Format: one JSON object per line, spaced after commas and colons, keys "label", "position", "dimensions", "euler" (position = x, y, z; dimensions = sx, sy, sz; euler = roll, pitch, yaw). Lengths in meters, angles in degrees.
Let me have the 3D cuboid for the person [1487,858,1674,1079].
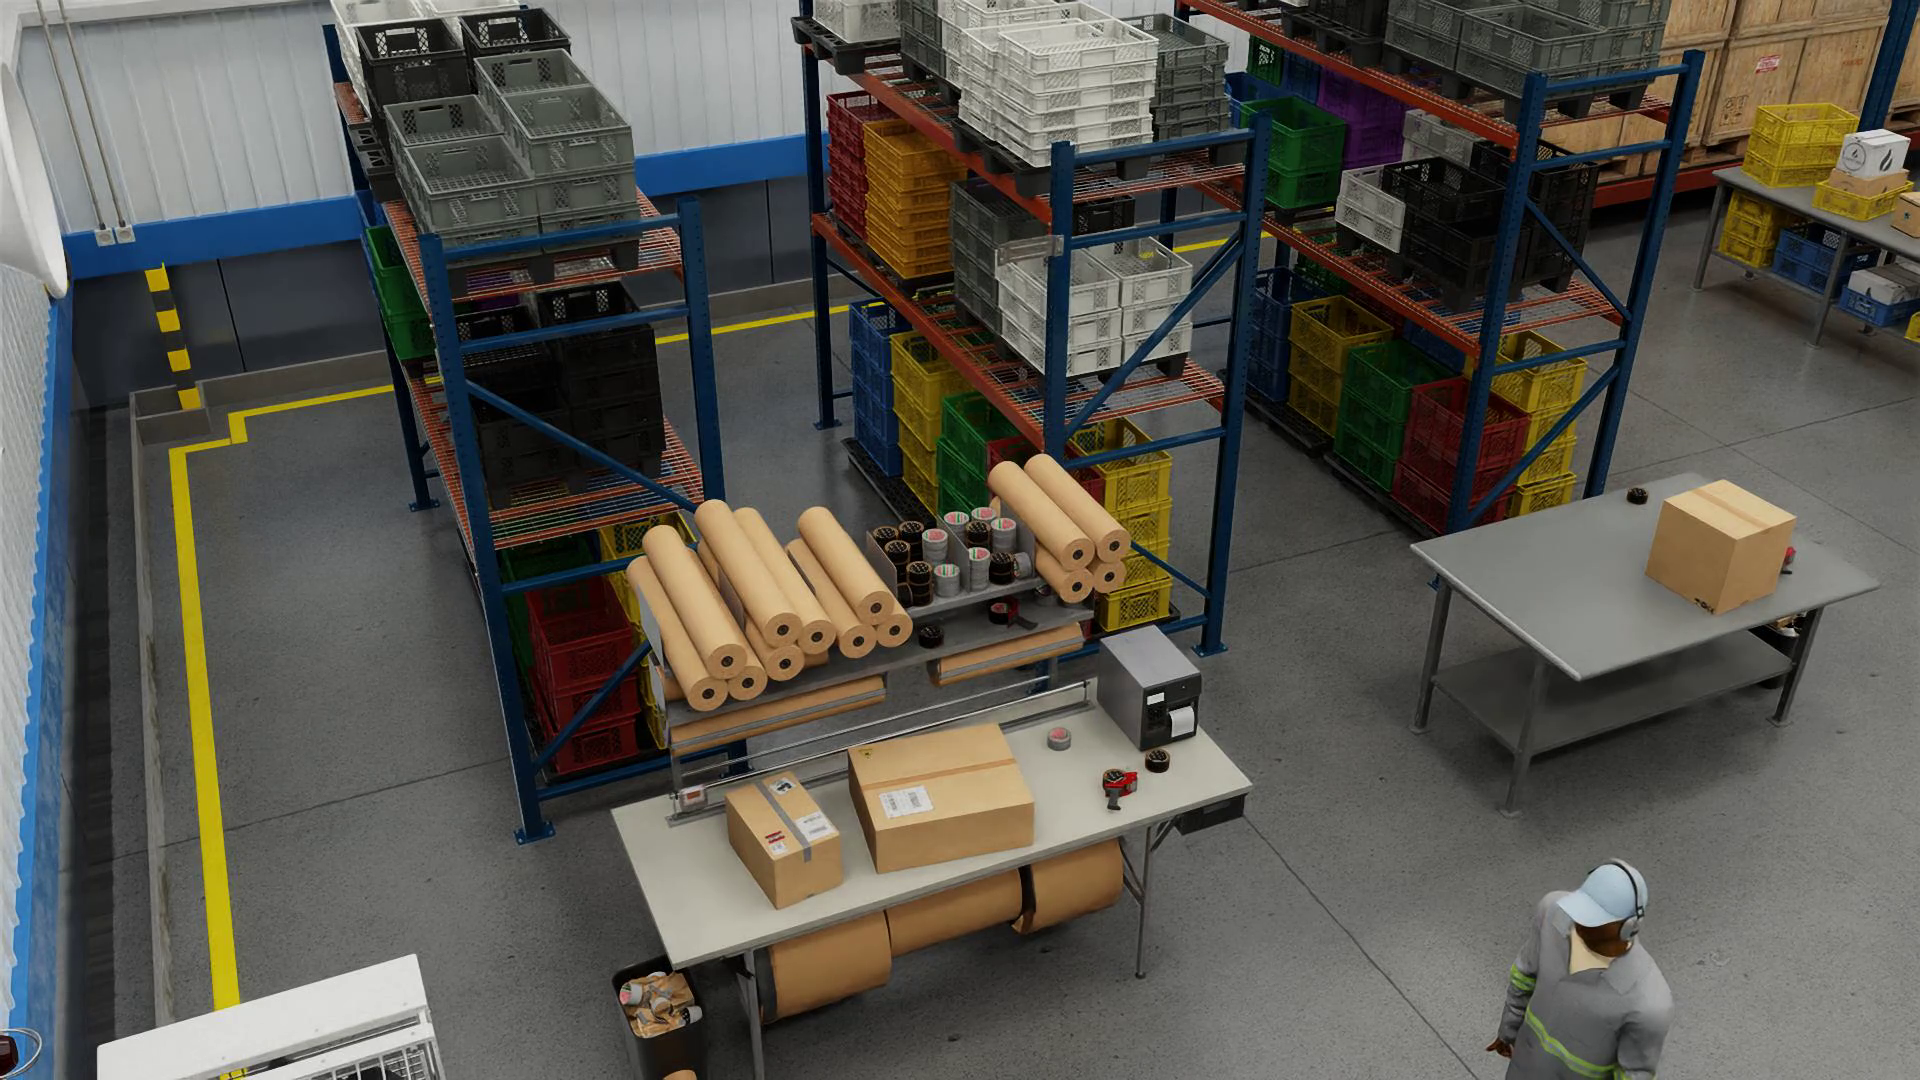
{"label": "person", "position": [2.003, 1.785, 5.561], "dimensions": [0.374, 1.852, 0.588], "euler": [-13, 34, -21]}
